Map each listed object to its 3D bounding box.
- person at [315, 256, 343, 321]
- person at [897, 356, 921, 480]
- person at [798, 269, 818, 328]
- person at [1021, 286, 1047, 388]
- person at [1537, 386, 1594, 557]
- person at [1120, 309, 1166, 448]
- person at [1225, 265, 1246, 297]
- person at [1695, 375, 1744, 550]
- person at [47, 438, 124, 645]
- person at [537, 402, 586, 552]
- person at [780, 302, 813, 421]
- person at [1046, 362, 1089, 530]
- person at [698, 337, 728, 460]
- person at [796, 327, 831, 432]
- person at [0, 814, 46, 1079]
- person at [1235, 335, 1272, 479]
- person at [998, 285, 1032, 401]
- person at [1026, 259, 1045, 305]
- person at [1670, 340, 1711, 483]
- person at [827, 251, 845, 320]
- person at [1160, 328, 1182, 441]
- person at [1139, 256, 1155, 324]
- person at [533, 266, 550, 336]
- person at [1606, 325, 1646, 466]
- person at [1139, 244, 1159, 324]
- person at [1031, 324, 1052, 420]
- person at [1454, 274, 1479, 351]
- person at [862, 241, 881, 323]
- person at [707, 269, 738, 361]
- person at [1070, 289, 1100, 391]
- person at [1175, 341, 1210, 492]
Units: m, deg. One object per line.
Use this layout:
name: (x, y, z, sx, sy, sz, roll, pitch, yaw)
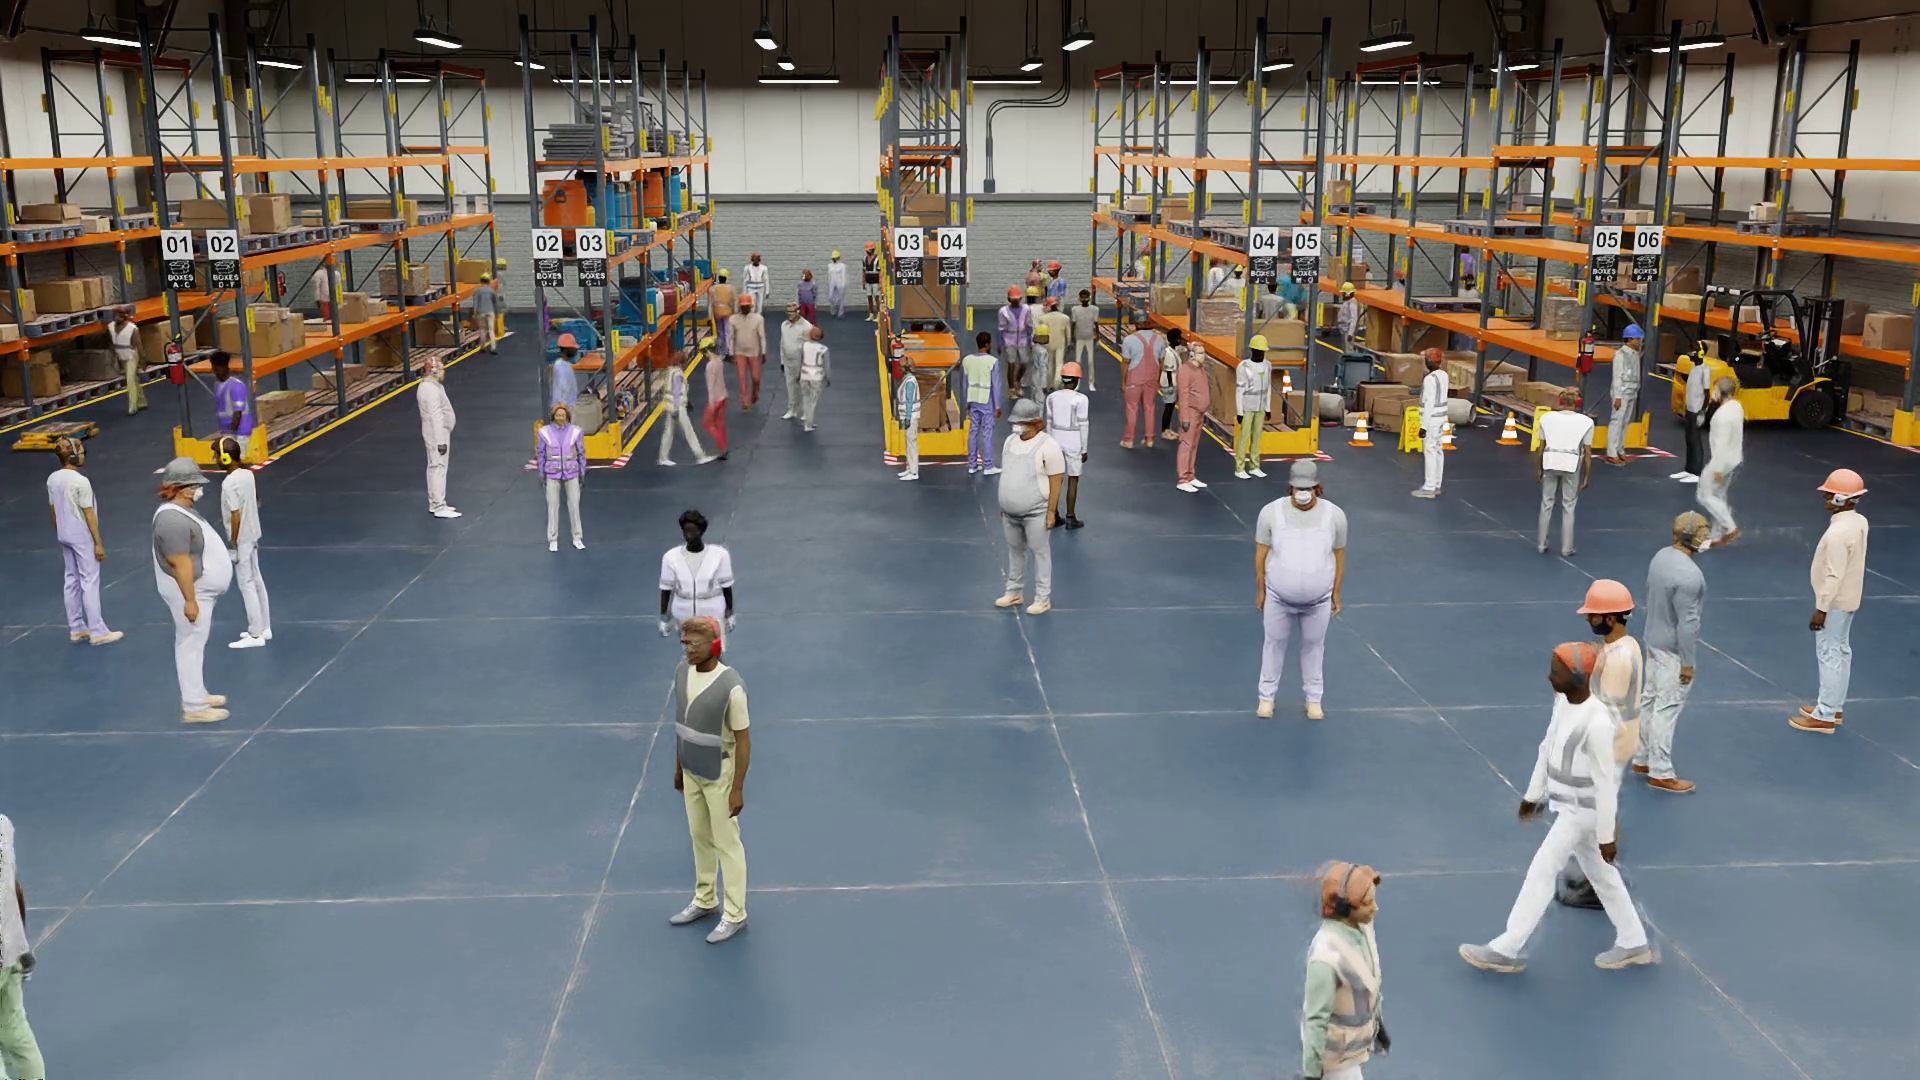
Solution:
person: (-14.100, -5.371, 37.216, 0.409, 1.955, 0.714, 11, 17, 39)
person: (-0.674, -1.609, 21.966, 0.310, 1.631, 0.509, -1, 13, -6)
person: (-3.444, -5.310, 37.636, 0.501, 1.631, 0.285, 6, 15, 25)
person: (1.285, -3.623, 29.979, 0.601, 1.880, 0.974, -10, 16, -35)
person: (6.452, -0.728, 17.807, 0.560, 1.835, 0.387, 8, 15, 29)
person: (2.624, -2.364, 24.284, 0.685, 2.000, 0.535, -6, 14, -22)
person: (6.208, -5.306, 37.329, 0.525, 1.772, 0.301, 0, 13, 1)
person: (8.251, -0.830, 18.032, 0.457, 1.919, 0.631, 9, 16, 34)
person: (-7.739, 0.013, 14.632, 0.504, 1.847, 0.345, 6, 15, 24)
person: (-4.315, -0.687, 18.056, 0.518, 1.635, 0.312, -4, 14, -16)
person: (-2.646, -2.870, 26.744, 0.641, 1.899, 0.395, 9, 16, 33)
person: (1.250, -1.088, 19.154, 0.546, 1.919, 0.421, 10, 16, 36)
person: (-3.449, -1.963, 23.218, 0.374, 1.735, 0.567, 3, 14, 11)
person: (-2.240, -2.486, 25.696, 0.530, 1.605, 0.640, 7, 15, 26)
person: (-4.135, 1.799, 7.043, 0.336, 1.860, 0.537, 0, 13, 0)
person: (3.886, -1.754, 21.977, 0.581, 1.918, 0.412, -9, 16, -33)
person: (0.954, -3.409, 28.773, 0.641, 2.013, 0.625, -3, 14, -14)
person: (1.688, -5.283, 36.970, 0.399, 1.900, 0.636, -4, 14, -15)
person: (9.608, -1.679, 21.757, 0.309, 1.864, 0.535, 1, 13, 2)
person: (-3.158, -6.475, 42.319, 0.528, 1.747, 0.598, 6, 14, 23)
person: (3.158, -2.334, 24.919, 0.319, 1.688, 0.539, 3, 14, 12)
person: (4.638, -6.130, 40.916, 0.445, 1.722, 0.617, 6, 14, 22)
person: (-9.783, -5.642, 38.775, 0.318, 1.756, 0.563, -9, 16, -35)
person: (9.190, -1.991, 22.928, 0.430, 1.939, 0.618, 12, 18, 41)
person: (4.667, -6.291, 40.982, 0.765, 2.003, 0.630, 11, 17, 38)
person: (1.216, -2.359, 24.905, 0.301, 1.740, 0.496, -3, 14, -12)
person: (10.230, -4.486, 33.735, 0.526, 1.834, 0.968, 0, 13, 0)
person: (-2.214, -6.475, 41.730, 0.616, 2.030, 0.409, 9, 16, 34)
person: (-4.881, -4.621, 34.192, 0.629, 1.889, 0.819, -1, 13, -5)
person: (2.243, -3.590, 29.896, 0.525, 1.855, 0.343, 0, 13, 1)
person: (2.988, -1.584, 21.261, 0.406, 1.911, 0.639, 7, 15, 26)
